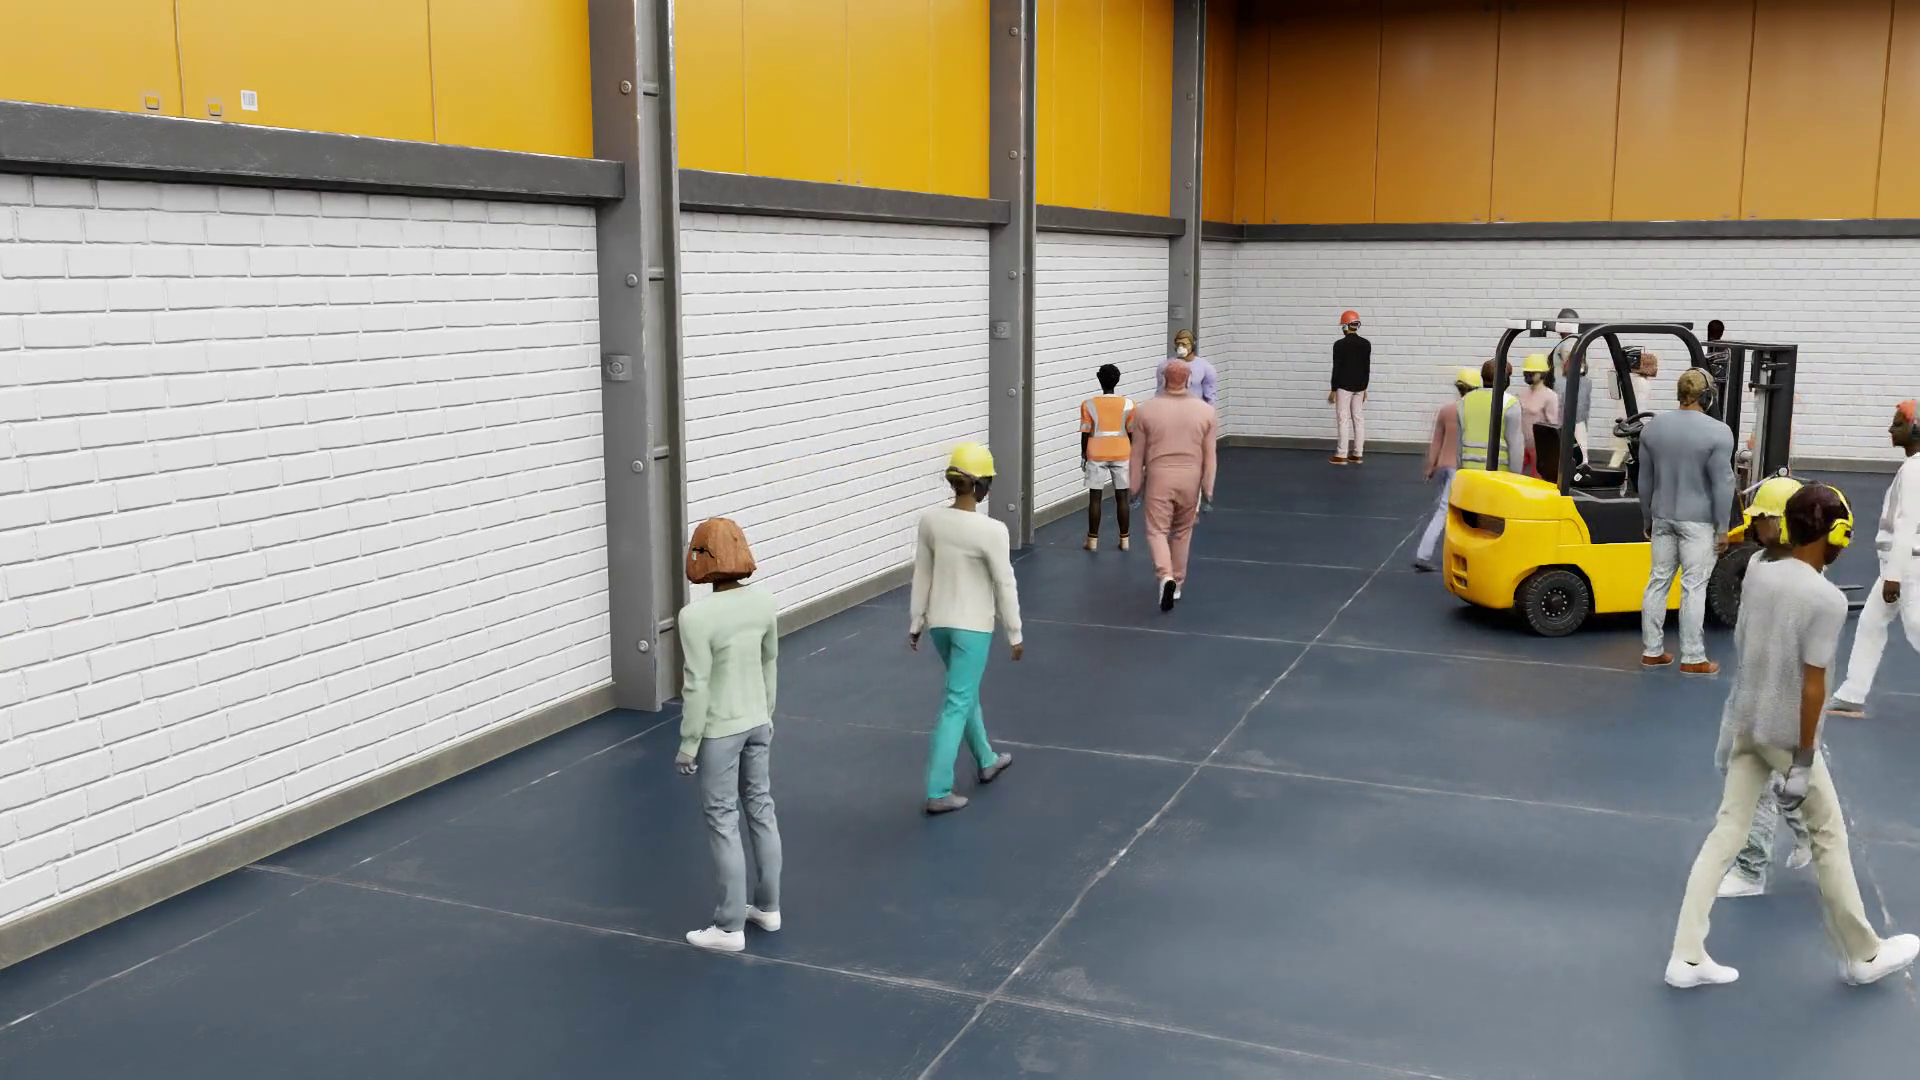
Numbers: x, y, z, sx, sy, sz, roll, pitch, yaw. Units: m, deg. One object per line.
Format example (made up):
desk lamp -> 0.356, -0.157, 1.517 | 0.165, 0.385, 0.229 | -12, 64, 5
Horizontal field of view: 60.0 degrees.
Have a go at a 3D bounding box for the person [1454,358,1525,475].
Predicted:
person -> 4.212, -0.520, 13.195 | 0.430, 1.845, 0.622 | -6, 11, -31

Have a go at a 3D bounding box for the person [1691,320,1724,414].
person -> 9.066, -1.690, 20.054 | 0.598, 1.917, 0.375 | 0, 9, -3

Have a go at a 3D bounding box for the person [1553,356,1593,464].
person -> 6.857, -1.290, 18.593 | 0.520, 1.583, 0.866 | -2, 10, -10

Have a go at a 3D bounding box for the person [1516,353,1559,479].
person -> 5.298, -0.851, 15.435 | 0.359, 1.754, 0.544 | -4, 10, -23

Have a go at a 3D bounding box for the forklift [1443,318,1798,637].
forklift -> 4.706, -0.497, 11.990 | 2.313, 2.155, 1.214 | -2, 10, -10

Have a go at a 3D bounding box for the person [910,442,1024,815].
person -> 0.094, 0.397, 7.931 | 0.553, 1.729, 0.837 | 8, 13, 42

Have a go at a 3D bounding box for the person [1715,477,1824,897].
person -> 3.320, 0.600, 6.734 | 0.518, 1.725, 0.502 | 0, 9, 0

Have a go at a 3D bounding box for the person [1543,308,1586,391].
person -> 7.547, -1.885, 20.867 | 0.538, 2.000, 0.690 | 5, 11, 27

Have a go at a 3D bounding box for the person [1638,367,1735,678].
person -> 4.540, -0.110, 10.420 | 0.372, 1.940, 0.629 | -6, 11, -33

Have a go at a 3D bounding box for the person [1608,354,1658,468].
person -> 7.570, -1.256, 18.413 | 0.853, 1.589, 0.512 | 0, 9, -1

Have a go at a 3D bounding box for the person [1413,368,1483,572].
person -> 4.185, -0.585, 14.017 | 0.960, 1.716, 0.541 | -4, 10, -24

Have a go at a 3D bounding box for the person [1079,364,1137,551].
person -> 1.336, -0.738, 14.981 | 0.531, 1.691, 0.321 | 0, 9, -3

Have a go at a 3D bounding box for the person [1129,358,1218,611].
person -> 1.599, -0.420, 12.474 | 0.650, 1.877, 0.833 | 0, 9, -2

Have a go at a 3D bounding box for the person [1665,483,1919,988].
person -> 2.954, 0.701, 5.881 | 0.942, 1.814, 0.496 | -3, 10, -17

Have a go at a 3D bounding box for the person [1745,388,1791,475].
person -> 6.357, -0.413, 13.203 | 0.404, 1.624, 0.536 | 0, 9, 2

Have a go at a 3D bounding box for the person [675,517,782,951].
person -> -0.873, 0.726, 6.272 | 0.268, 1.632, 0.506 | 6, 11, 33

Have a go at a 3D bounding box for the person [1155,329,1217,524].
person -> 2.237, -1.129, 16.589 | 0.628, 1.940, 0.378 | 4, 10, 24

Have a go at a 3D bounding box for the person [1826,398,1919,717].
person -> 5.313, 0.140, 9.189 | 0.948, 1.850, 0.579 | 6, 11, 33

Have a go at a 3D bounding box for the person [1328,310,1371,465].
person -> 5.033, -1.972, 21.536 | 0.620, 1.990, 0.398 | -5, 11, -30
